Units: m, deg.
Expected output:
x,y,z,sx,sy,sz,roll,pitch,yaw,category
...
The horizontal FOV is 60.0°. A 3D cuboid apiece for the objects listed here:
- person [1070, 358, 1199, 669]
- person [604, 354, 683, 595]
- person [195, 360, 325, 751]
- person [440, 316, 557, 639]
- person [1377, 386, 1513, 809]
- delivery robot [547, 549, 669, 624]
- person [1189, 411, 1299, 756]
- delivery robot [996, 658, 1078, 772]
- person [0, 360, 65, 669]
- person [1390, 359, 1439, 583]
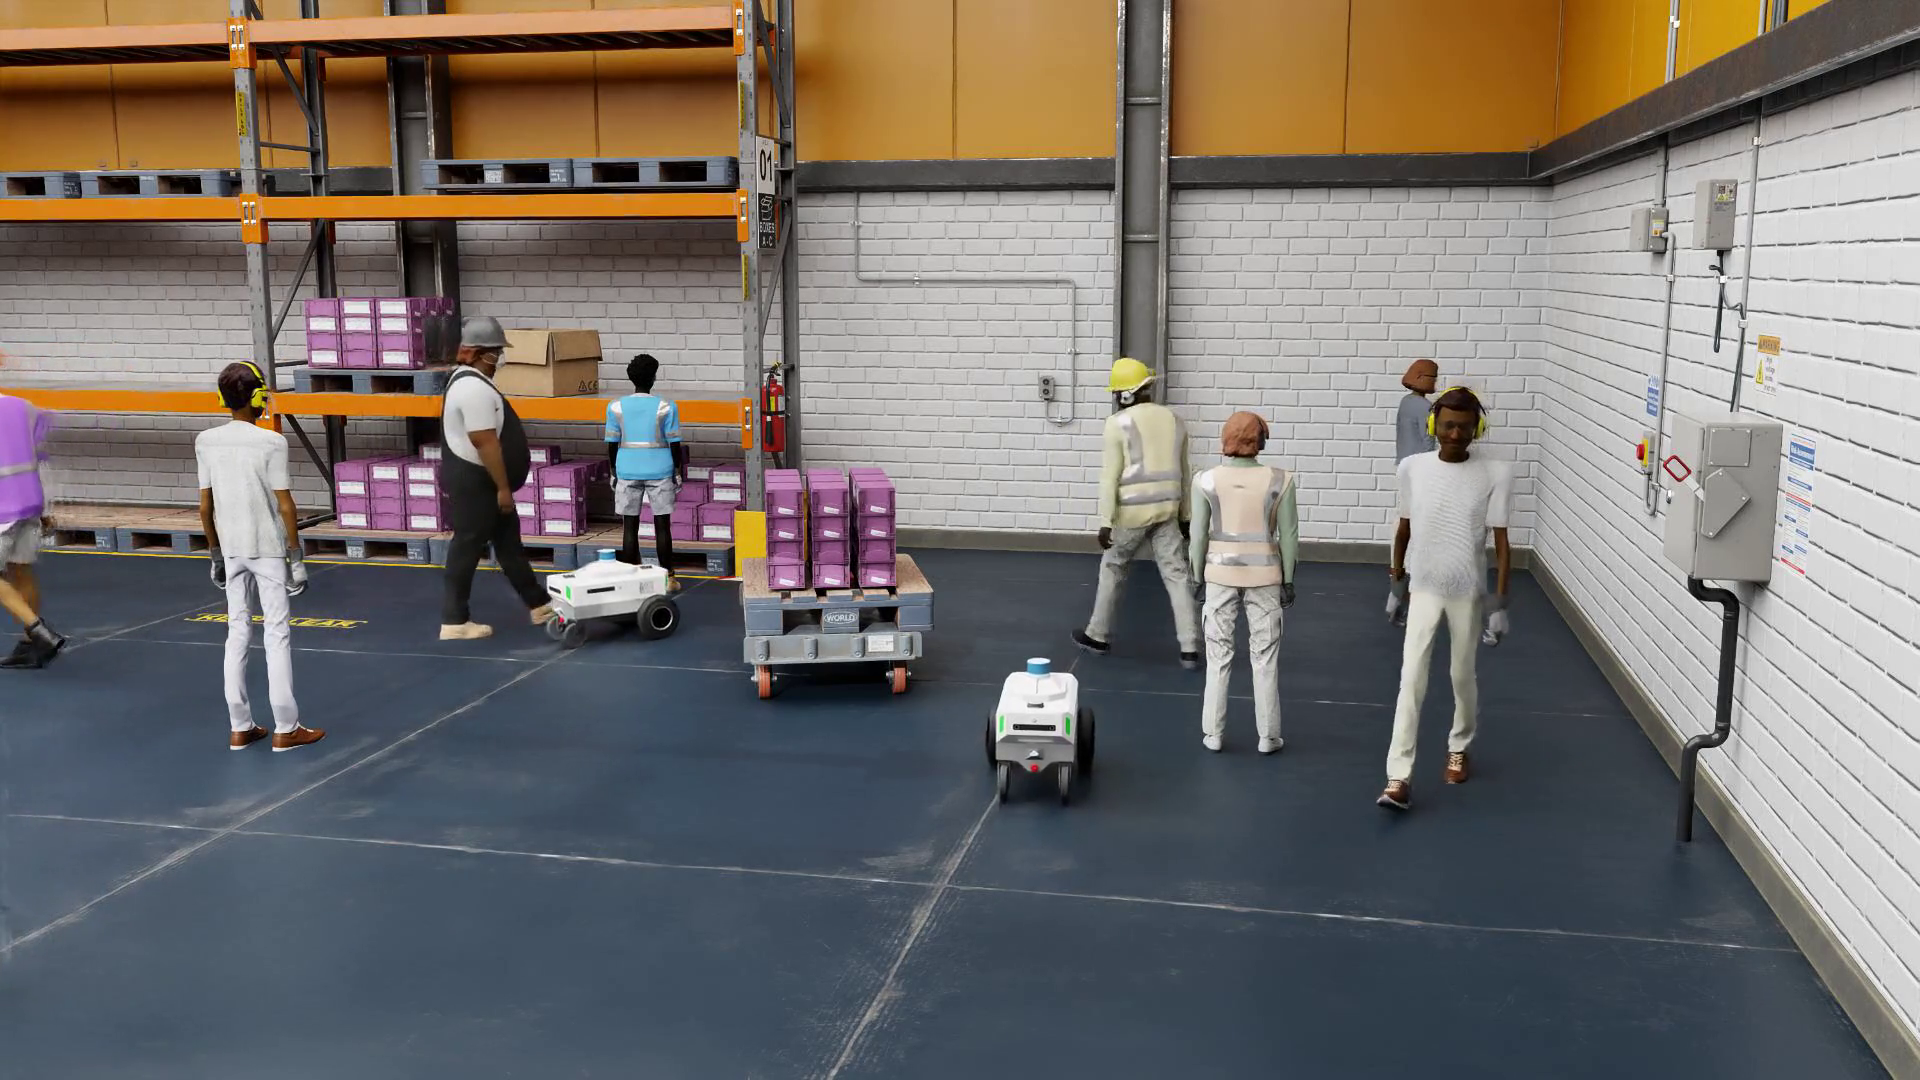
x,y,z,sx,sy,sz,roll,pitch,yaw,category
1.038,-0.162,9.671,0.679,1.767,0.914,-6,11,-31,person
-2.204,-0.451,11.660,0.540,1.695,0.317,0,9,0,person
-3.350,0.081,7.934,0.511,1.872,0.328,2,10,11,person
-2.846,-0.410,10.378,0.955,2.000,0.700,-3,10,-18,person
2.088,0.242,7.166,0.551,1.803,0.986,4,10,25,person
-2.177,0.299,10.290,0.707,0.478,0.477,-7,12,-36,delivery robot
1.335,0.209,7.858,0.514,1.639,0.311,2,10,14,person
0.351,0.772,7.438,0.477,0.478,0.707,1,9,5,delivery robot
-5.343,-0.176,9.355,0.611,1.912,0.592,3,10,19,person
3.335,-0.502,12.161,0.285,1.631,0.501,-1,10,-8,person
